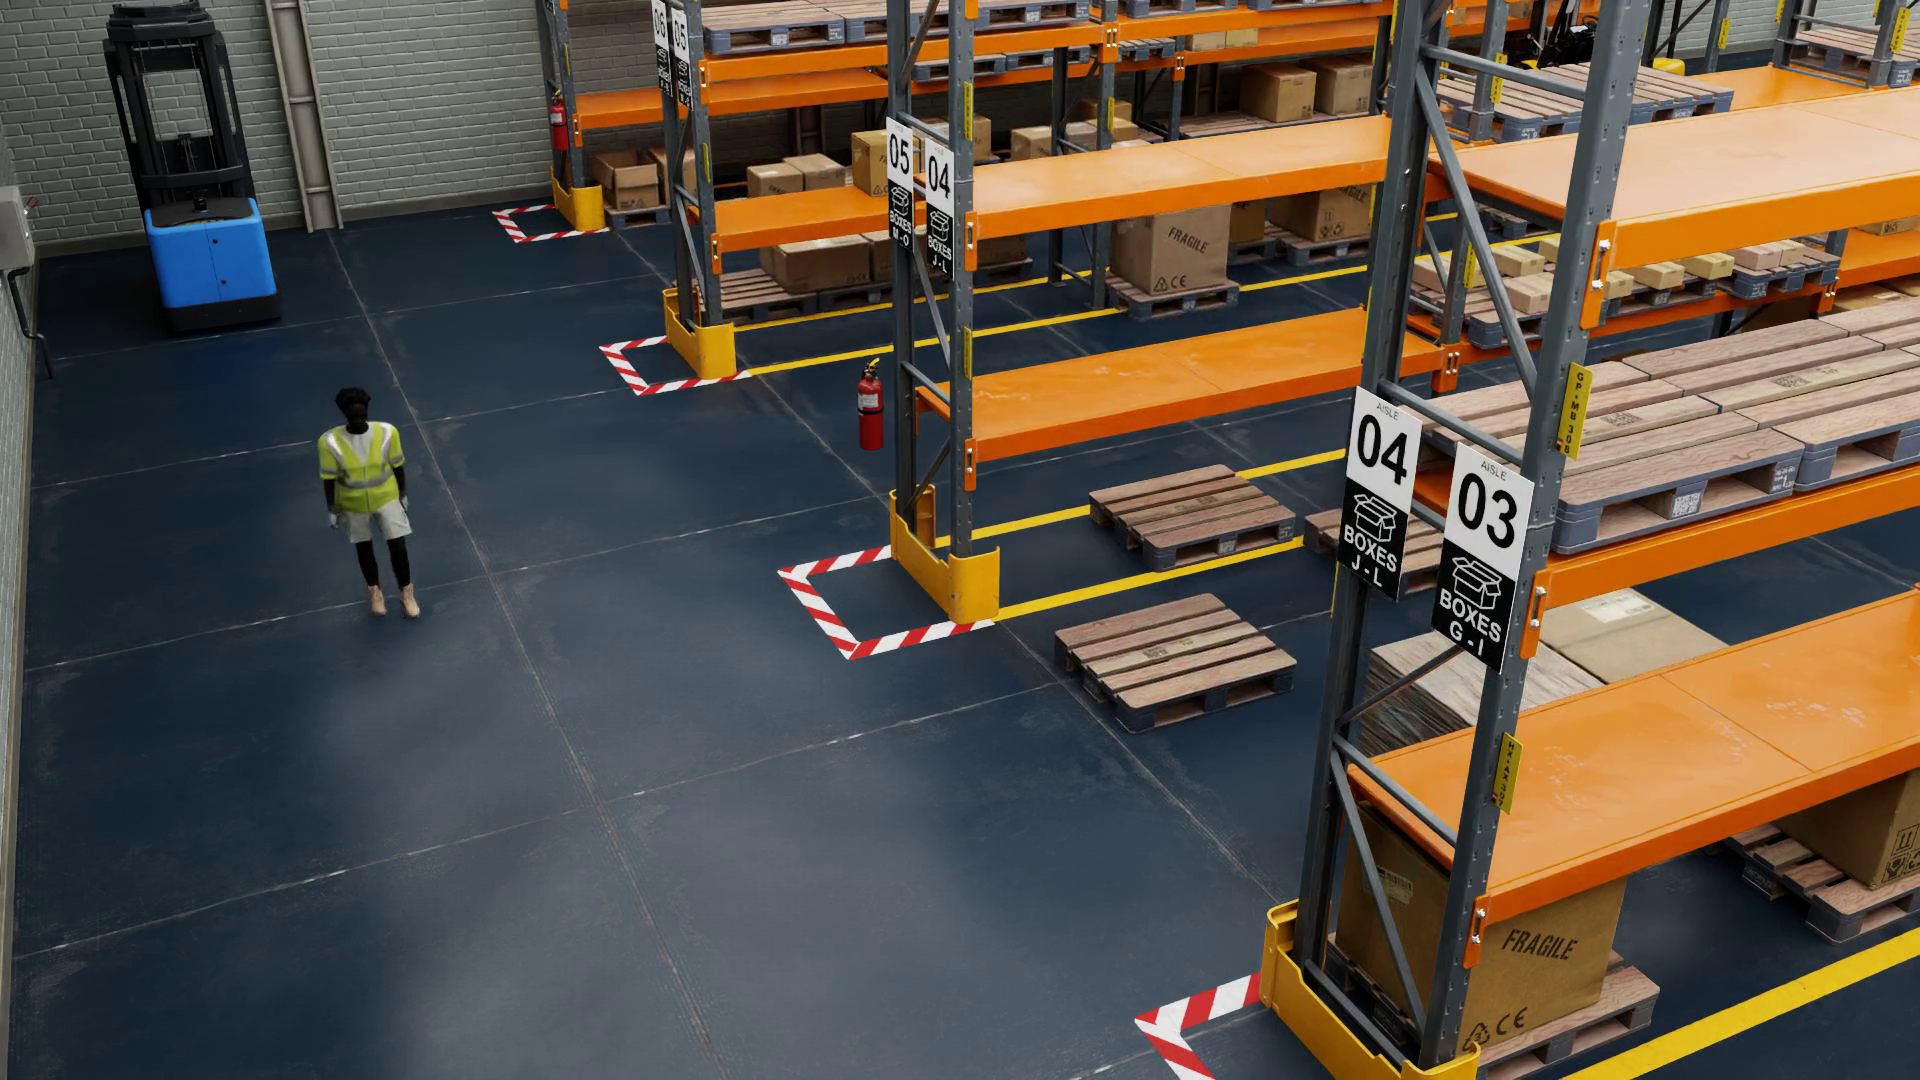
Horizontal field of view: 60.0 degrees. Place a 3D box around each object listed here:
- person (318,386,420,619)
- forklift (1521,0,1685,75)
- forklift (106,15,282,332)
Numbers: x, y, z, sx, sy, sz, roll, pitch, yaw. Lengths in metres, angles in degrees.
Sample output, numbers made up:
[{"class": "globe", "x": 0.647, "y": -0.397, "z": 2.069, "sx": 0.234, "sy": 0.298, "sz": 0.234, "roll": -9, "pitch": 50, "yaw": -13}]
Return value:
[{"class": "person", "x": -3.905, "y": -0.219, "z": 10.990, "sx": 0.547, "sy": 1.683, "sz": 0.545, "roll": -10, "pitch": 29, "yaw": -19}, {"class": "forklift", "x": 8.950, "y": -6.807, "z": 23.056, "sx": 1.214, "sy": 2.155, "sz": 2.313, "roll": -12, "pitch": 30, "yaw": -22}, {"class": "forklift", "x": -7.548, "y": -3.672, "z": 16.323, "sx": 1.129, "sy": 2.768, "sz": 1.873, "roll": -12, "pitch": 30, "yaw": -22}]
